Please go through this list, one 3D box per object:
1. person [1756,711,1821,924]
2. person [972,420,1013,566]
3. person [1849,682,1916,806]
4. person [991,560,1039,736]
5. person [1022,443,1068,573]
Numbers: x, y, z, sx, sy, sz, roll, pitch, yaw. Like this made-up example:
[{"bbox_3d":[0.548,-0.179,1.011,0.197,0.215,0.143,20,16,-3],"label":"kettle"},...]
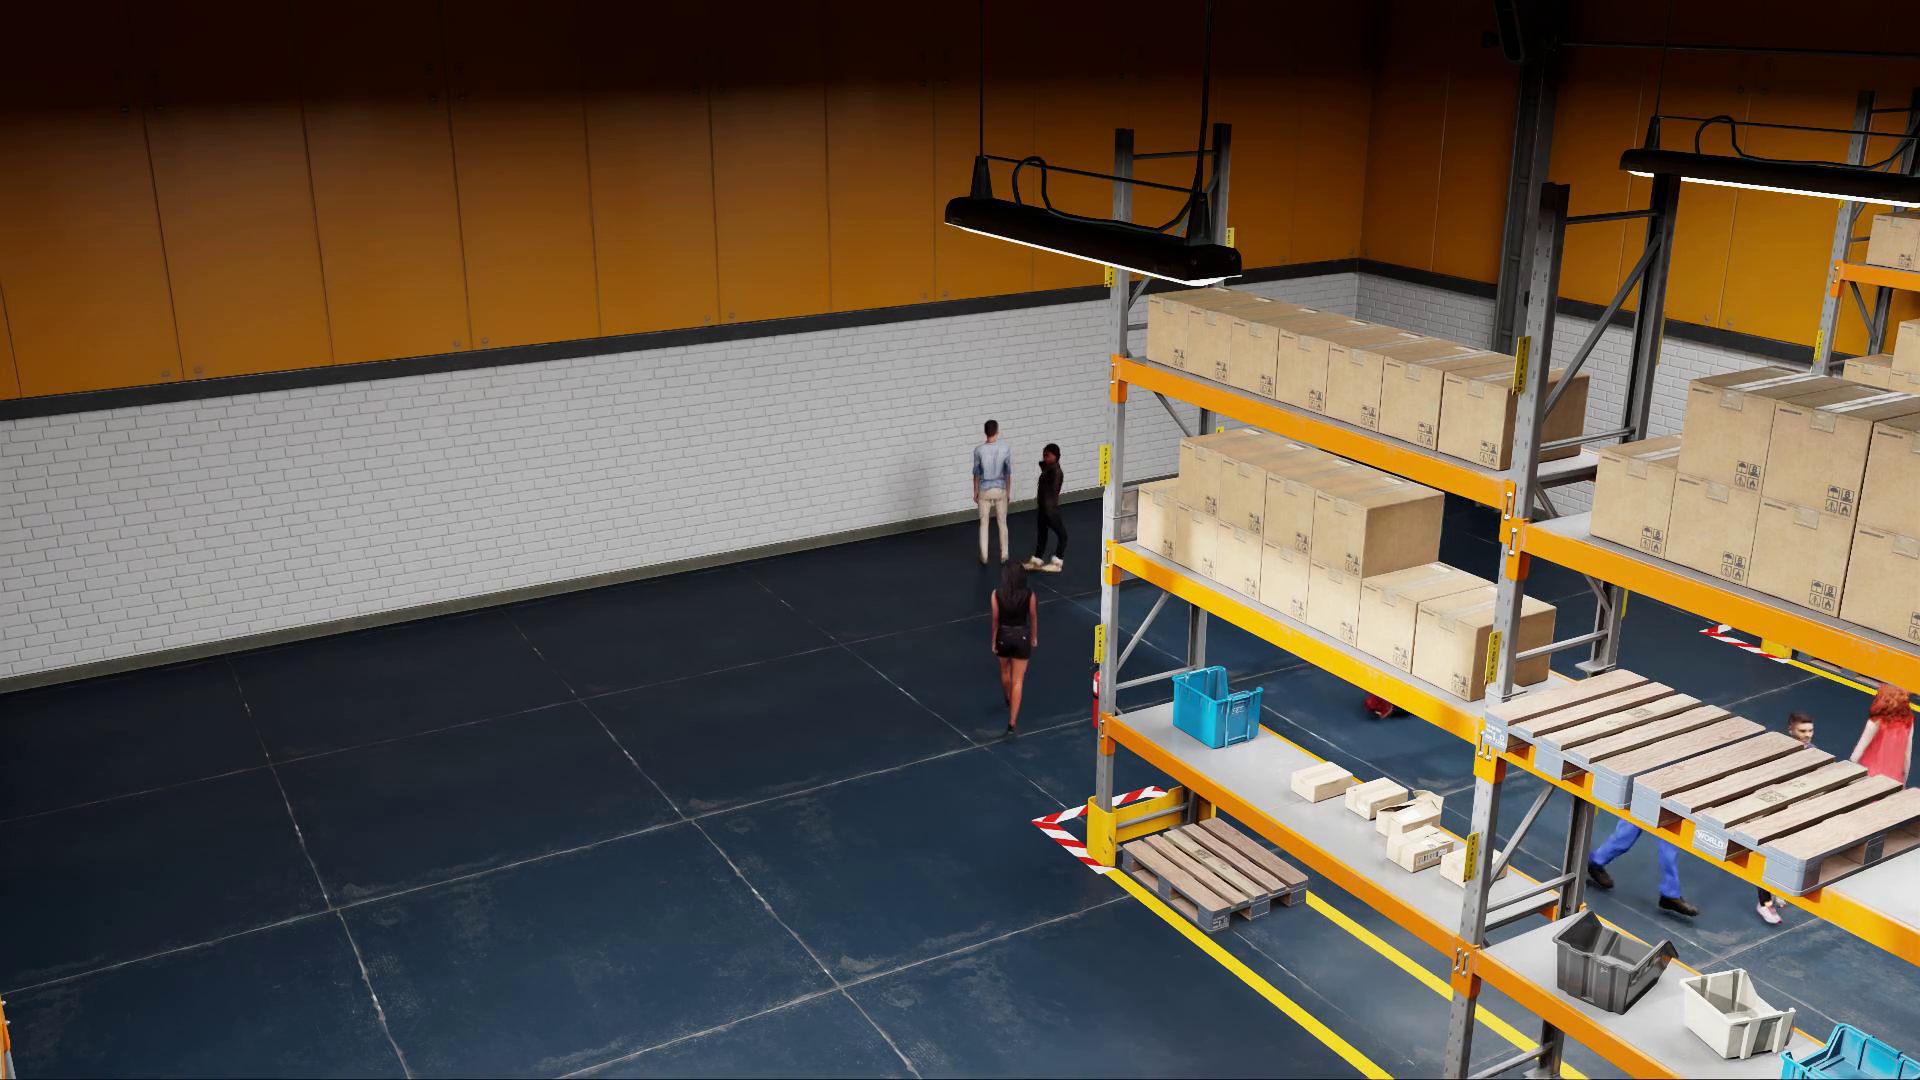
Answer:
[{"bbox_3d":[6.384,2.127,12.974,0.767,1.753,0.805,-2,19,-7],"label":"person"},{"bbox_3d":[0.406,-0.610,20.954,0.729,1.847,0.722,0,19,-1],"label":"person"},{"bbox_3d":[7.387,2.002,13.256,0.687,1.811,0.709,-6,20,-17],"label":"person"},{"bbox_3d":[0.520,1.075,16.198,1.085,1.689,1.272,2,19,5],"label":"person"},{"bbox_3d":[0.976,-0.379,20.559,0.812,1.661,0.821,16,24,39],"label":"person"}]
